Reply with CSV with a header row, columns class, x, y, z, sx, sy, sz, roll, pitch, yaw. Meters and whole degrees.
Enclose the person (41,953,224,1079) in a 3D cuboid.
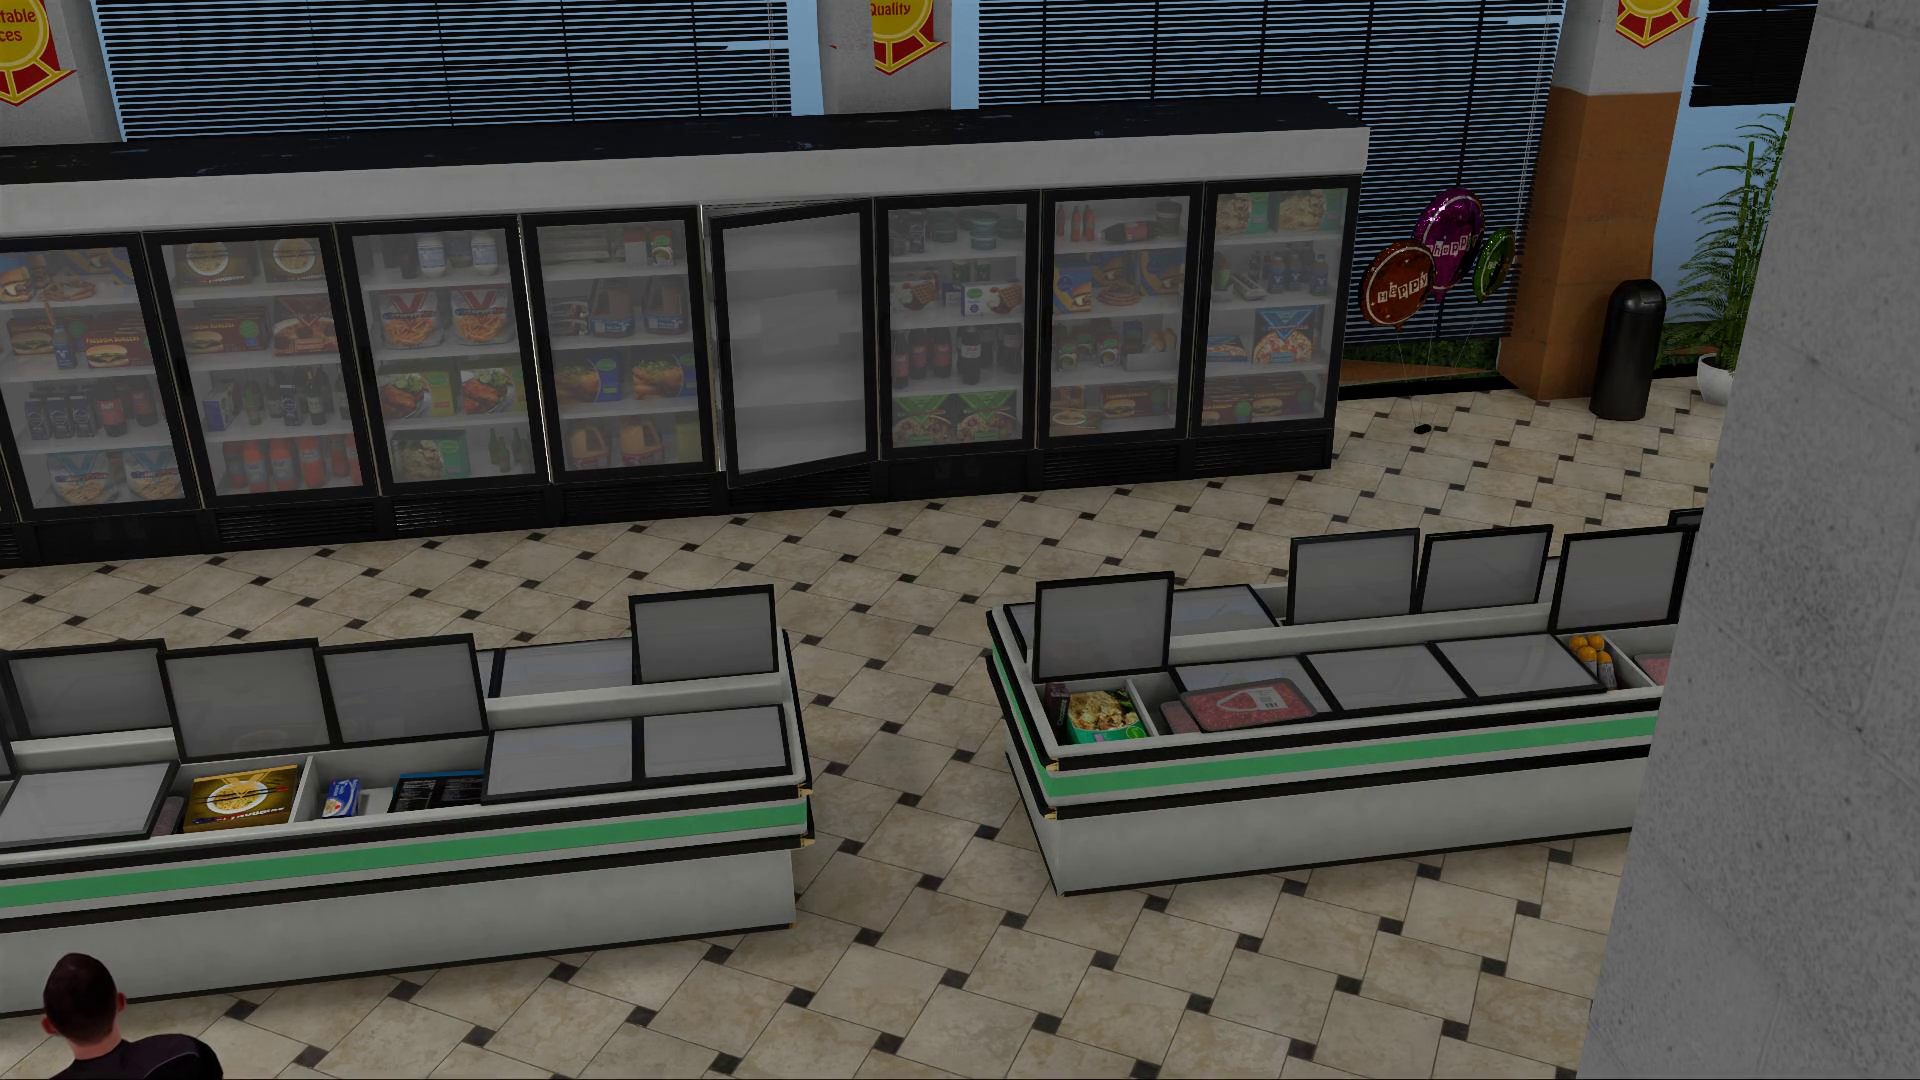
class,x,y,z,sx,sy,sz,roll,pitch,yaw
person,-2.177,1.879,4.522,0.659,1.838,0.810,-15,31,-27
